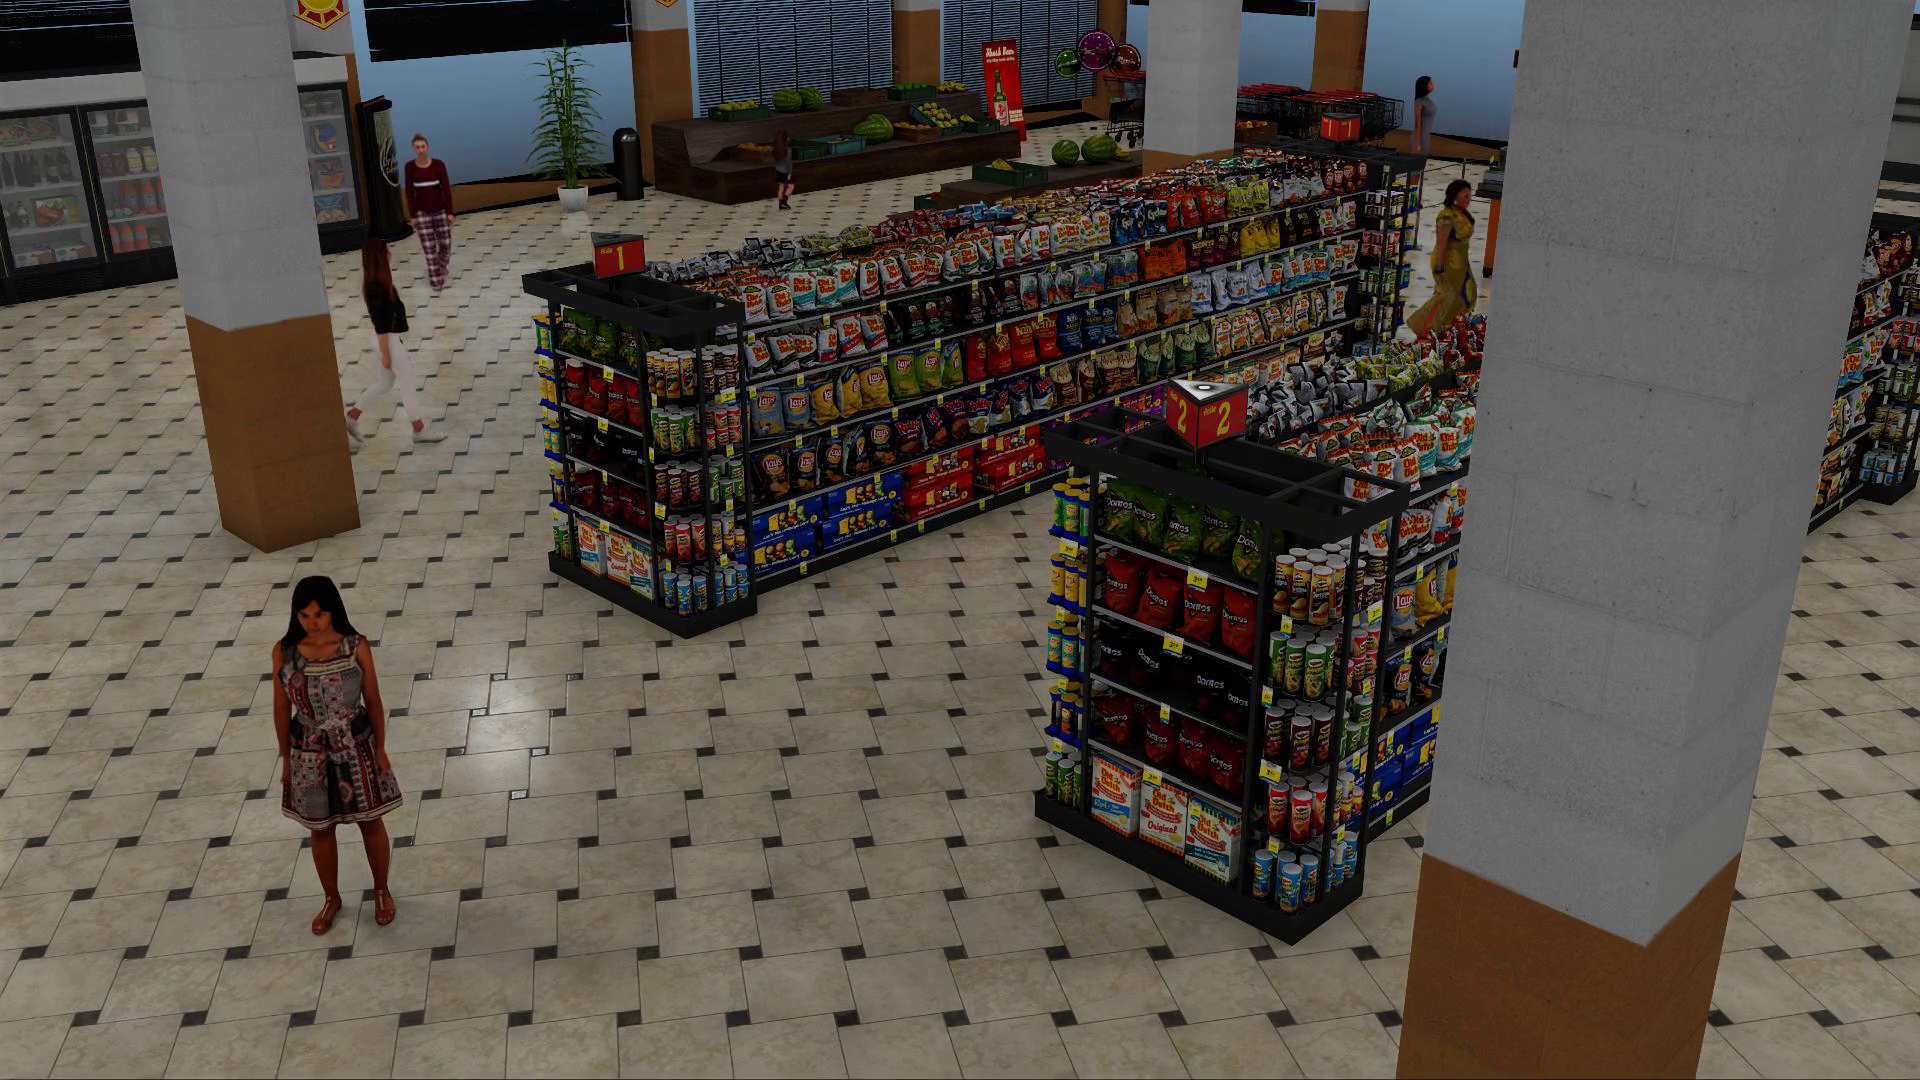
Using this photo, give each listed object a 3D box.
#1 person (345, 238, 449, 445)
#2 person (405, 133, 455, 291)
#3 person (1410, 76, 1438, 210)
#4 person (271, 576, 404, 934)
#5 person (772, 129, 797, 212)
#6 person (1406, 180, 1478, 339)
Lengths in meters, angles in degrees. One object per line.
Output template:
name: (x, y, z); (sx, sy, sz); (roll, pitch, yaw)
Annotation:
person: (-4.617, -1.548, 13.199); (1.129, 1.680, 0.846); (-9, 23, -21)
person: (-5.838, -3.625, 18.360); (0.826, 1.686, 0.868); (-7, 23, -16)
person: (6.273, -5.418, 22.697); (0.687, 1.780, 0.521); (14, 26, 31)
person: (-2.683, 0.903, 7.150); (0.668, 1.643, 0.784); (-4, 22, -11)
person: (-2.442, -5.031, 22.650); (0.494, 1.096, 0.521); (16, 27, 35)
person: (4.606, -2.623, 15.915); (0.894, 1.649, 0.879); (13, 25, 29)
